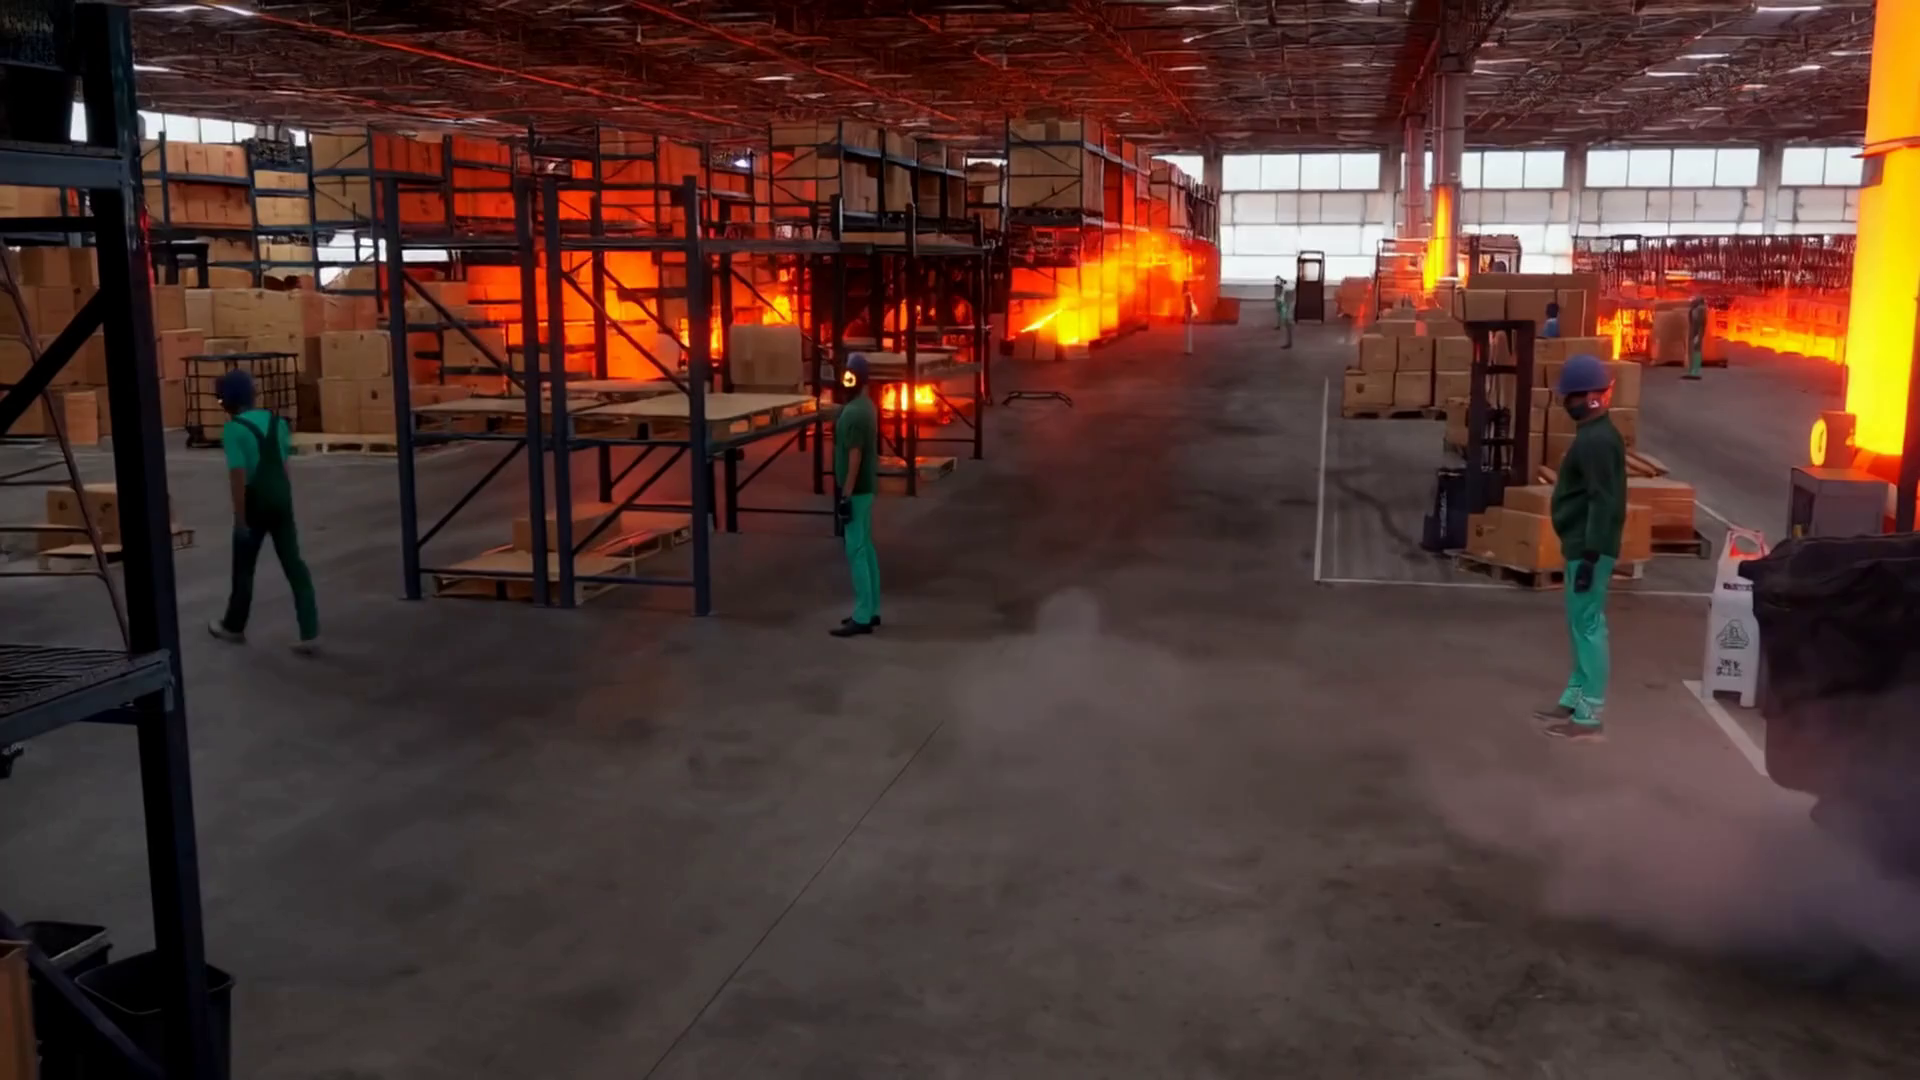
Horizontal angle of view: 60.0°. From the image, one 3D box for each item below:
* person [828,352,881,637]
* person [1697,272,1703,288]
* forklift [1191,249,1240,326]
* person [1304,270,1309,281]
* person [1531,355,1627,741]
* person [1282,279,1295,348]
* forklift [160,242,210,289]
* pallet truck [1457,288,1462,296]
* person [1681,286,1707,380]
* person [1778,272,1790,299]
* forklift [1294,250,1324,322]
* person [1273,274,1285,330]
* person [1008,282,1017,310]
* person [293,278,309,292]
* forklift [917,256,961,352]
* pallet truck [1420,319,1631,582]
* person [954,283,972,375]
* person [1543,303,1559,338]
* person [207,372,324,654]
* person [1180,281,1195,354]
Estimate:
[{"bbox_3d":[-0.695,-0.295,10.944,0.329,1.872,0.508,2,10,12],"label":"person"},{"bbox_3d":[35.875,-12.065,80.729,0.390,1.839,0.564,2,10,12],"label":"person"},{"bbox_3d":[9.284,-9.278,61.144,1.873,2.768,1.129,-1,10,-8],"label":"forklift"},{"bbox_3d":[18.022,-13.128,86.841,0.409,1.904,0.640,2,10,12],"label":"person"},{"bbox_3d":[3.214,0.044,8.587,0.387,1.989,0.608,2,10,12],"label":"person"},{"bbox_3d":[9.153,-6.301,46.326,0.366,1.931,0.542,2,10,12],"label":"person"},{"bbox_3d":[-16.063,-4.810,34.690,1.129,2.768,1.873,2,10,12],"label":"forklift"},{"bbox_3d":[20.506,-9.785,68.819,0.653,1.274,1.630,2,10,12],"label":"pallet truck"},{"bbox_3d":[15.110,-4.249,34.166,0.373,1.936,0.629,2,10,12],"label":"person"},{"bbox_3d":[35.890,-10.710,72.510,0.409,1.909,0.640,2,10,12],"label":"person"},{"bbox_3d":[13.778,-10.002,65.433,1.129,2.768,1.873,2,10,12],"label":"forklift"},{"bbox_3d":[11.237,-8.384,58.634,0.395,1.941,0.601,2,10,12],"label":"person"},{"bbox_3d":[1.762,-7.913,56.572,0.319,1.694,0.532,2,10,12],"label":"person"},{"bbox_3d":[-20.197,-7.064,50.916,0.409,1.909,0.640,2,10,12],"label":"person"},{"bbox_3d":[-0.644,-6.239,43.152,1.129,2.768,1.873,2,10,12],"label":"forklift"},{"bbox_3d":[4.543,-0.757,13.299,0.823,1.965,1.885,-4,10,-22],"label":"pallet truck"},{"bbox_3d":[0.058,-4.504,35.597,0.368,1.960,0.602,2,10,12],"label":"person"},{"bbox_3d":[10.669,-3.436,30.057,0.319,1.696,0.532,2,10,12],"label":"person"},{"bbox_3d":[-4.402,-0.164,10.440,1.005,1.777,0.543,6,11,31],"label":"person"},{"bbox_3d":[5.945,-5.801,43.438,0.388,1.913,0.606,2,10,12],"label":"person"}]
